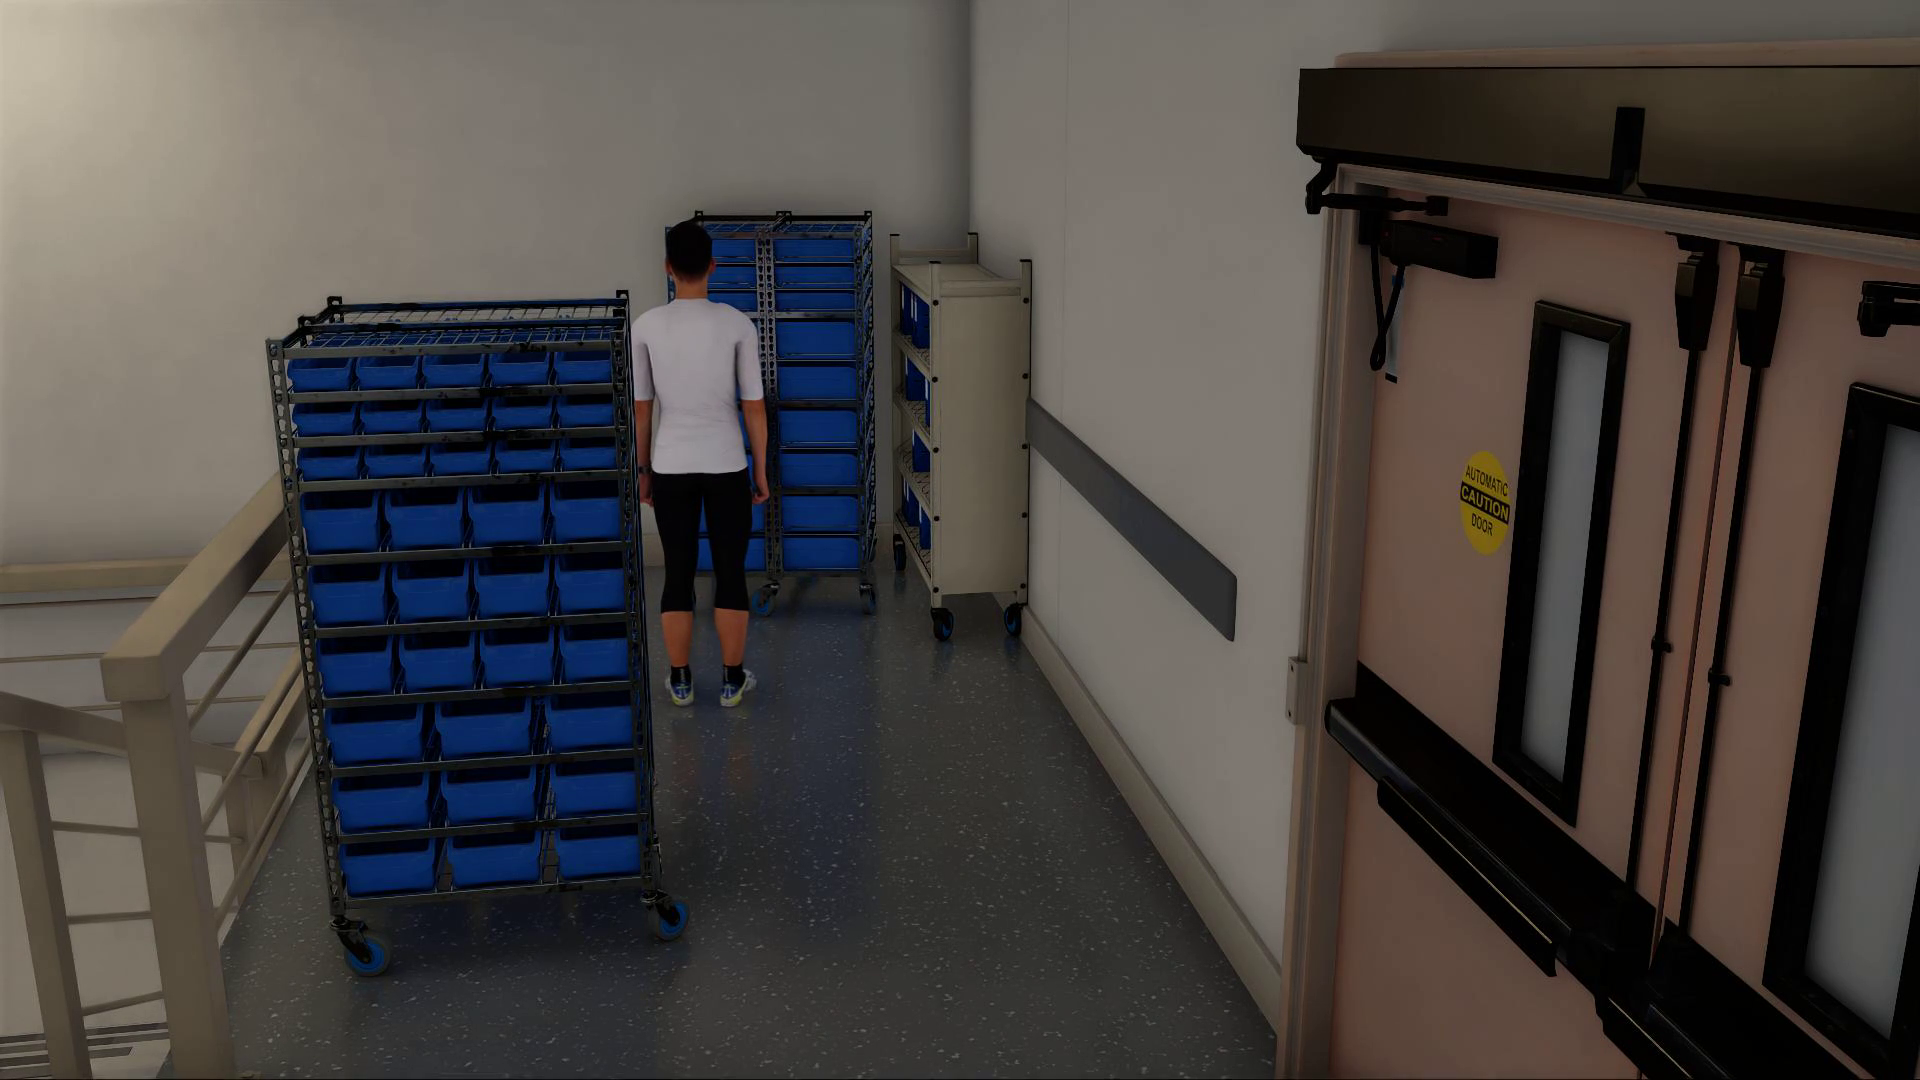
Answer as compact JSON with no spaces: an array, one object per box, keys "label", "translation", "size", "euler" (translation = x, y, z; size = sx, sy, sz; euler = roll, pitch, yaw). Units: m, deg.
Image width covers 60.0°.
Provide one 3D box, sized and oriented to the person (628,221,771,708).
[{"label":"person","translation":[-0.985,-0.274,6.319],"size":[0.692,1.847,0.595],"euler":[0,16,-1]}]
